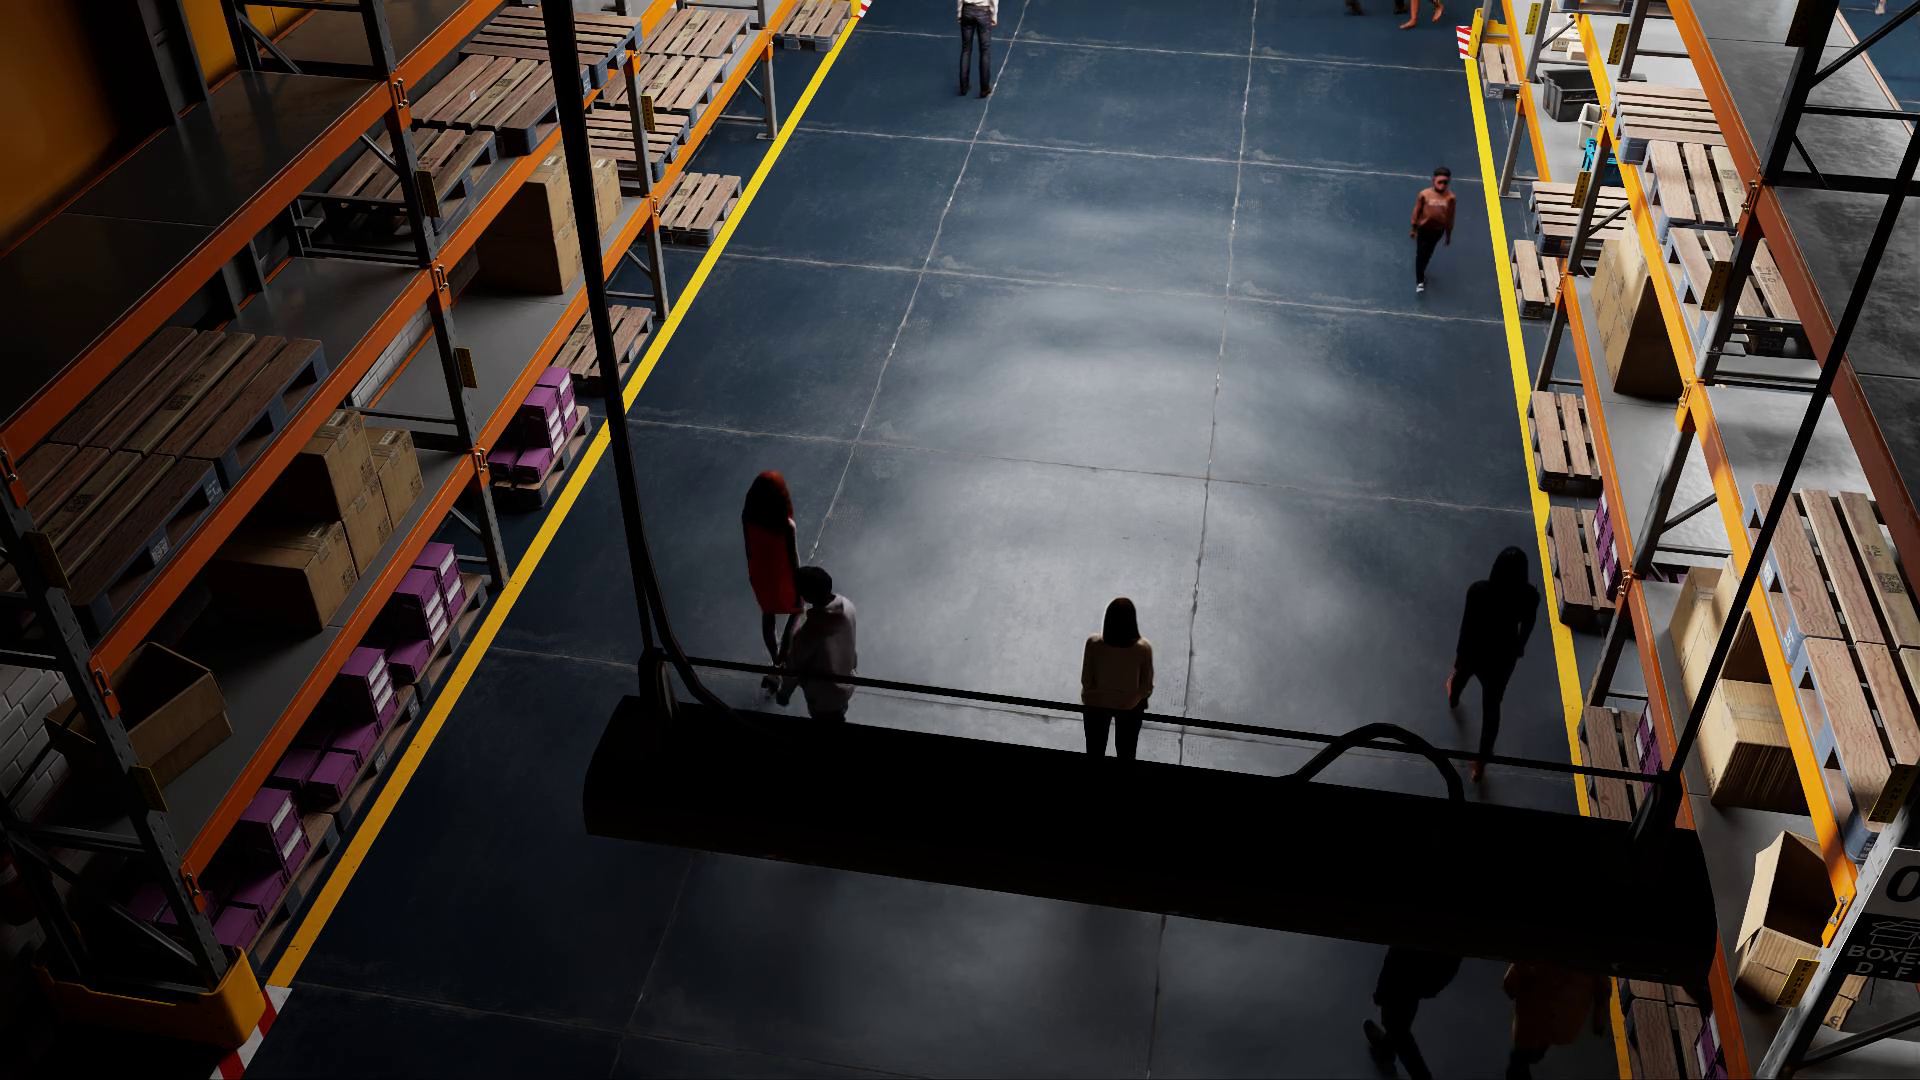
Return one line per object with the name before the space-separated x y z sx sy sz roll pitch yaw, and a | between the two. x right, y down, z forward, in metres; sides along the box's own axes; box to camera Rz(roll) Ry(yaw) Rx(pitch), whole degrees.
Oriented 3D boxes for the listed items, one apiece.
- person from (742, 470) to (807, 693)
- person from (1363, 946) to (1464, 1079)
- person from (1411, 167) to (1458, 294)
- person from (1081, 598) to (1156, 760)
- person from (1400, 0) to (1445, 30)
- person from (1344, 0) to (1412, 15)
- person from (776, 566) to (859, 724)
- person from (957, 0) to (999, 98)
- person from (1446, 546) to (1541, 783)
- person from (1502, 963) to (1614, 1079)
person | -1.300 0.359 11.299 0.661 1.813 0.785 12 40 15
person | 2.484 2.361 8.817 1.002 1.782 1.136 -15 41 -18
person | 4.537 -3.026 16.011 0.546 1.221 0.867 5 39 7
person | 0.981 1.027 10.567 0.624 1.682 0.539 4 39 5
person | 5.957 -7.285 21.012 0.936 1.637 0.887 -16 41 -19
person | 5.427 -7.641 21.275 0.972 1.864 1.209 -4 39 -5
person | -0.739 0.974 10.456 0.890 1.904 0.898 19 43 23
person | 0.187 -6.090 19.330 0.655 1.868 0.544 9 39 11
person | 3.465 0.810 10.851 0.652 1.668 1.190 5 39 7
person | 3.148 2.372 8.893 0.702 1.670 0.660 1 39 1
